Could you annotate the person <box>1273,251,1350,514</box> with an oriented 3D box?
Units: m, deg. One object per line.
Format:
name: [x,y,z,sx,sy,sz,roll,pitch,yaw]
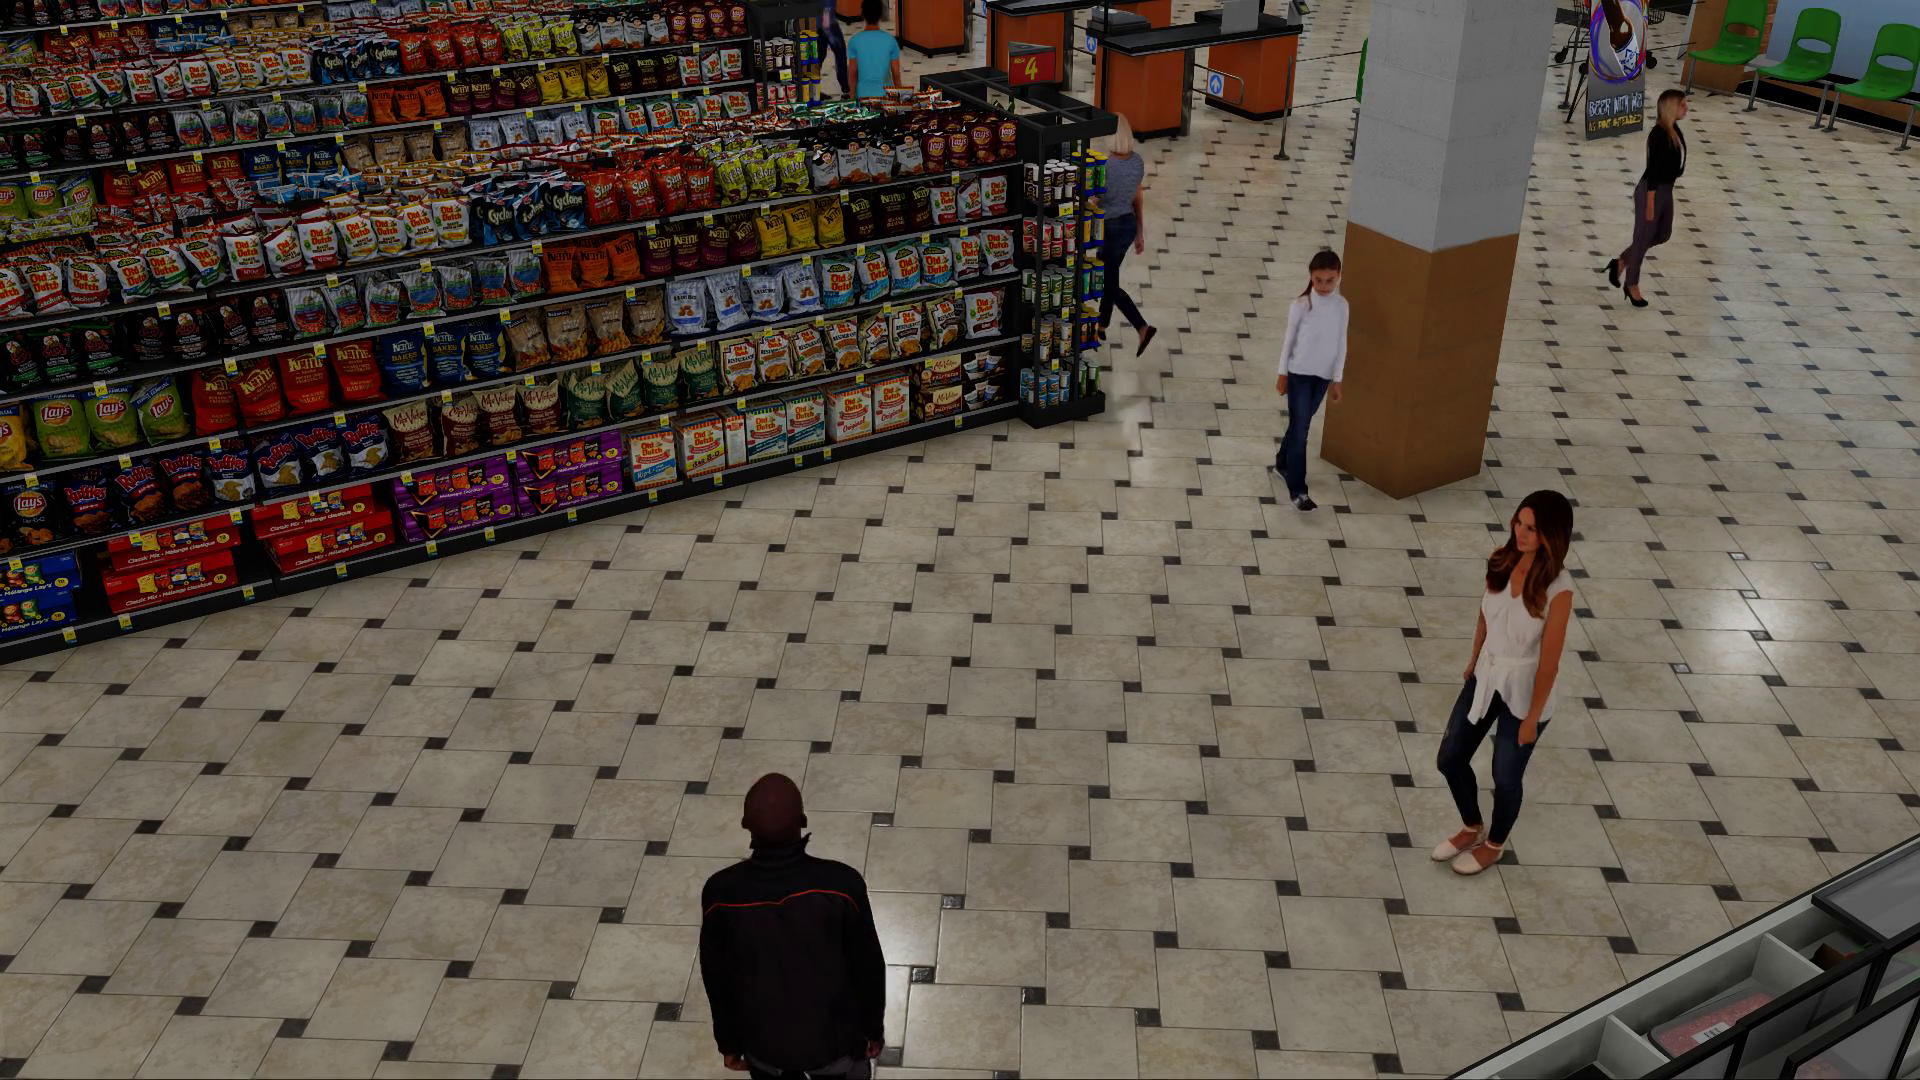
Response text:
person: [2.049,-0.997,9.841,0.908,1.522,0.736,-7,29,-13]

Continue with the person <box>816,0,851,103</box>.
person: [-1.549,-5.634,18.037,0.844,1.806,0.741,-16,32,-26]

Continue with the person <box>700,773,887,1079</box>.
person: [-0.481,1.505,4.960,1.057,1.808,1.052,1,29,1]

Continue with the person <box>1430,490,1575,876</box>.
person: [2.267,0.589,6.671,0.561,1.777,0.612,-14,32,-24]

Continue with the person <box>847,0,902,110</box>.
person: [-0.758,-3.939,15.011,1.207,1.731,1.071,-1,29,-2]

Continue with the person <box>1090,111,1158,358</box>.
person: [1.157,-2.130,11.739,1.001,1.691,0.717,-20,34,-32]

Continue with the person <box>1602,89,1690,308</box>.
person: [5.171,-2.592,12.614,0.796,1.664,0.728,19,34,31]
